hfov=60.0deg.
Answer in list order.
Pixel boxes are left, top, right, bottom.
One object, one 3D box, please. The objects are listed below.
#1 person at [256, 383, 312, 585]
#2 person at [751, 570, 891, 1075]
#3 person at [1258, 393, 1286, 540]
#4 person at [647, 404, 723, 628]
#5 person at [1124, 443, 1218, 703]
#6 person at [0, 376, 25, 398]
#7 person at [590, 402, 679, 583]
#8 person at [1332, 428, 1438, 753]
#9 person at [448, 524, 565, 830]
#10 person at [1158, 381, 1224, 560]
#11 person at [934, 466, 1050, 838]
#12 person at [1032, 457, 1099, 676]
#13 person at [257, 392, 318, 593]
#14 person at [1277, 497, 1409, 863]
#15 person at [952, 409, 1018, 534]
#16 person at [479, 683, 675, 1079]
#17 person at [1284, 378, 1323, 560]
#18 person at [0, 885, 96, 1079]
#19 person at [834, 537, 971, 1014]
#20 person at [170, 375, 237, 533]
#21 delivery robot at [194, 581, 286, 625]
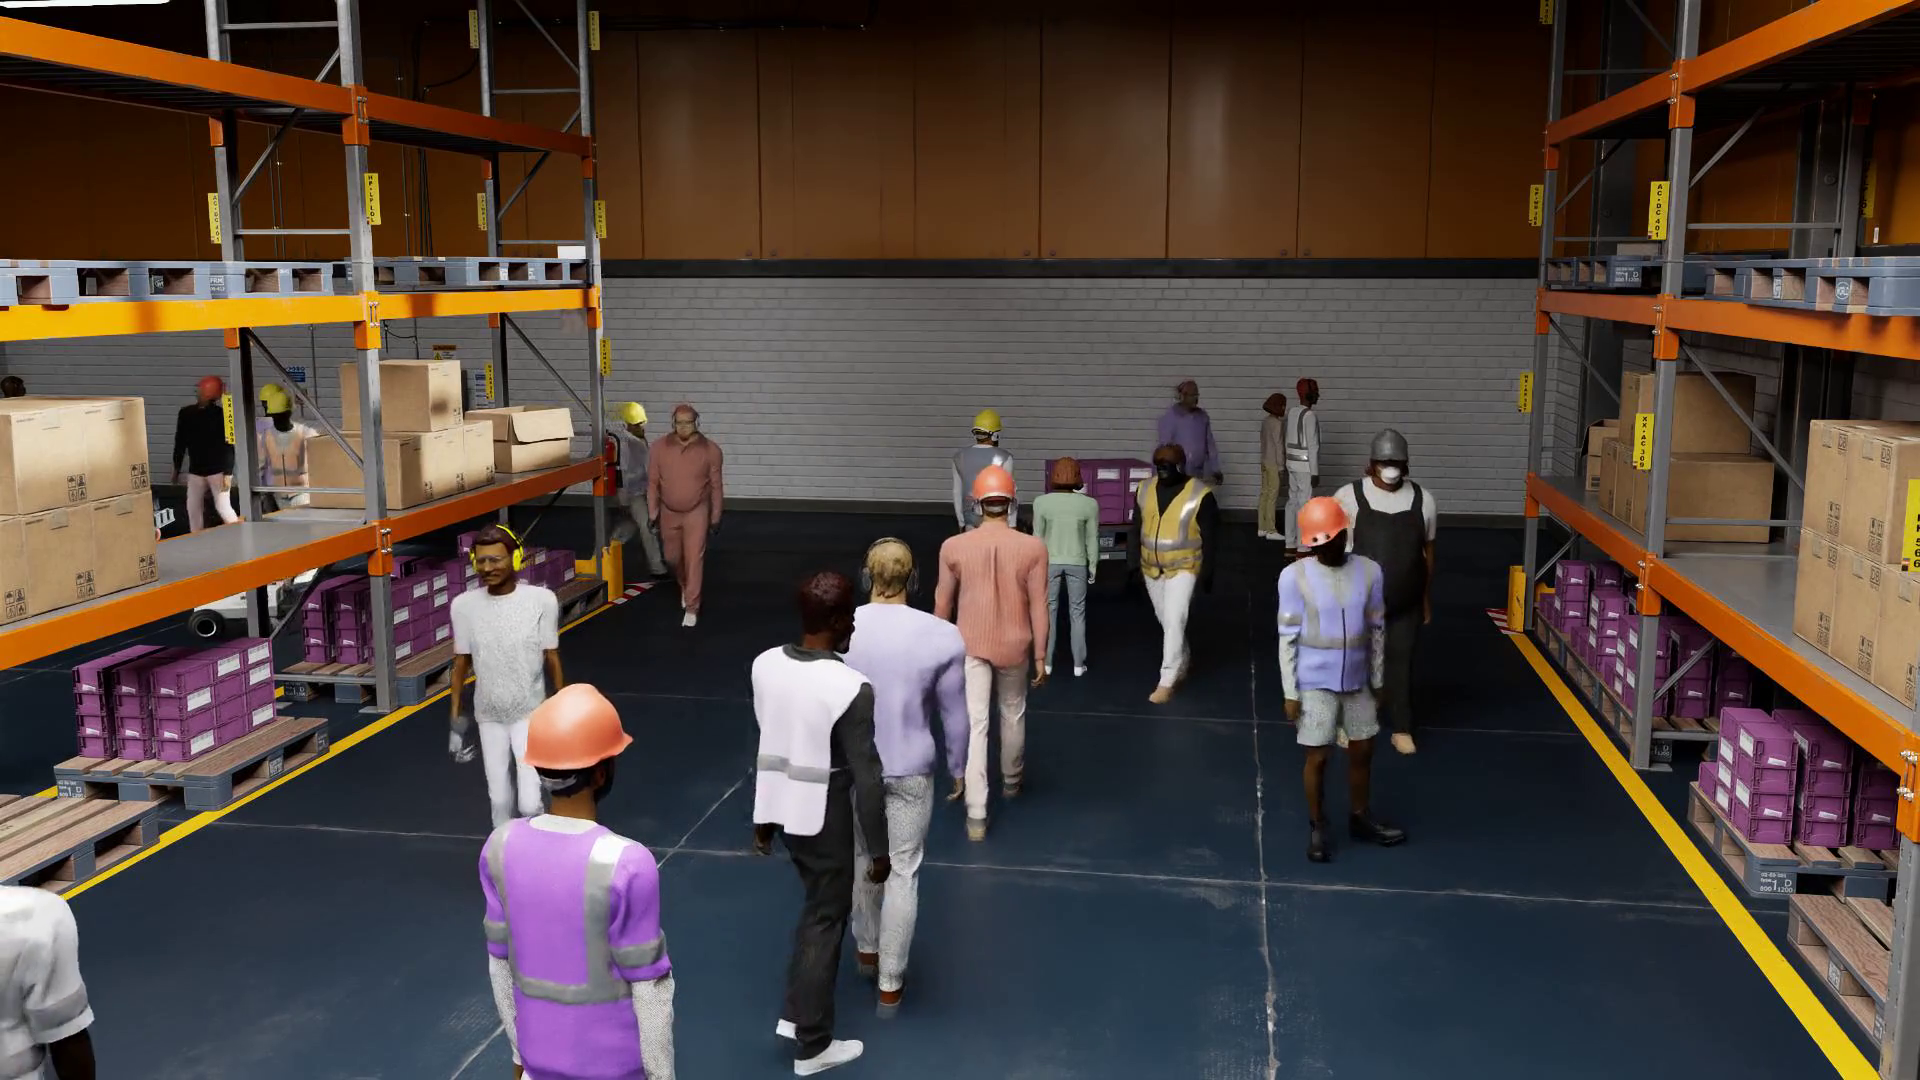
[{"bbox_3d":[-6.500,-0.525,15.832,0.586,1.928,0.364,0,9,-3],"label":"person"},{"bbox_3d":[-0.513,1.051,6.203,0.617,1.898,0.478,9,13,44],"label":"person"},{"bbox_3d":[3.498,-0.821,18.564,0.281,1.633,0.499,-2,9,-11],"label":"person"},{"bbox_3d":[-2.342,-0.245,14.271,0.636,1.880,0.869,1,9,5],"label":"person"},{"bbox_3d":[1.522,0.192,11.843,0.611,1.798,0.907,7,12,37],"label":"person"},{"bbox_3d":[-10.347,-0.873,18.237,0.505,1.845,0.346,5,10,26],"label":"person"},{"bbox_3d":[-3.169,-0.456,15.908,0.888,1.772,0.616,1,9,4],"label":"person"},{"bbox_3d":[2.638,0.306,10.362,0.684,2.000,0.537,0,9,1],"label":"person"},{"bbox_3d":[-2.078,0.840,7.657,0.548,1.848,0.430,0,9,0],"label":"person"},{"bbox_3d":[2.376,-0.727,17.306,0.653,1.859,0.988,-8,12,-39],"label":"person"},{"bbox_3d":[0.167,0.569,9.072,0.638,1.934,1.042,0,9,2],"label":"person"},{"bbox_3d":[0.780,0.198,12.314,0.494,1.624,0.284,1,9,4],"label":"person"},{"bbox_3d":[-6.309,-0.468,15.683,0.599,1.869,1.012,0,9,2],"label":"person"},{"bbox_3d":[1.958,0.703,8.401,0.760,1.885,0.426,-2,9,-13],"label":"person"},{"bbox_3d":[0.234,-0.179,13.985,0.586,1.835,0.403,5,10,28],"label":"person"},{"bbox_3d":[-0.970,1.329,4.357,0.545,1.942,0.349,4,10,24],"label":"person"},{"bbox_3d":[3.564,-0.730,17.236,0.349,1.883,0.580,-2,9,-14],"label":"person"},{"bbox_3d":[-2.330,1.399,3.911,0.603,1.945,0.529,-1,9,-6],"label":"person"},{"bbox_3d":[-0.282,0.928,6.893,0.662,1.914,0.758,0,9,3],"label":"person"},{"bbox_3d":[-7.644,-0.708,16.903,0.735,1.959,0.468,2,10,14],"label":"person"},{"bbox_3d":[-5.901,0.475,13.597,0.707,0.478,0.477,-3,10,-18],"label":"delivery robot"}]
